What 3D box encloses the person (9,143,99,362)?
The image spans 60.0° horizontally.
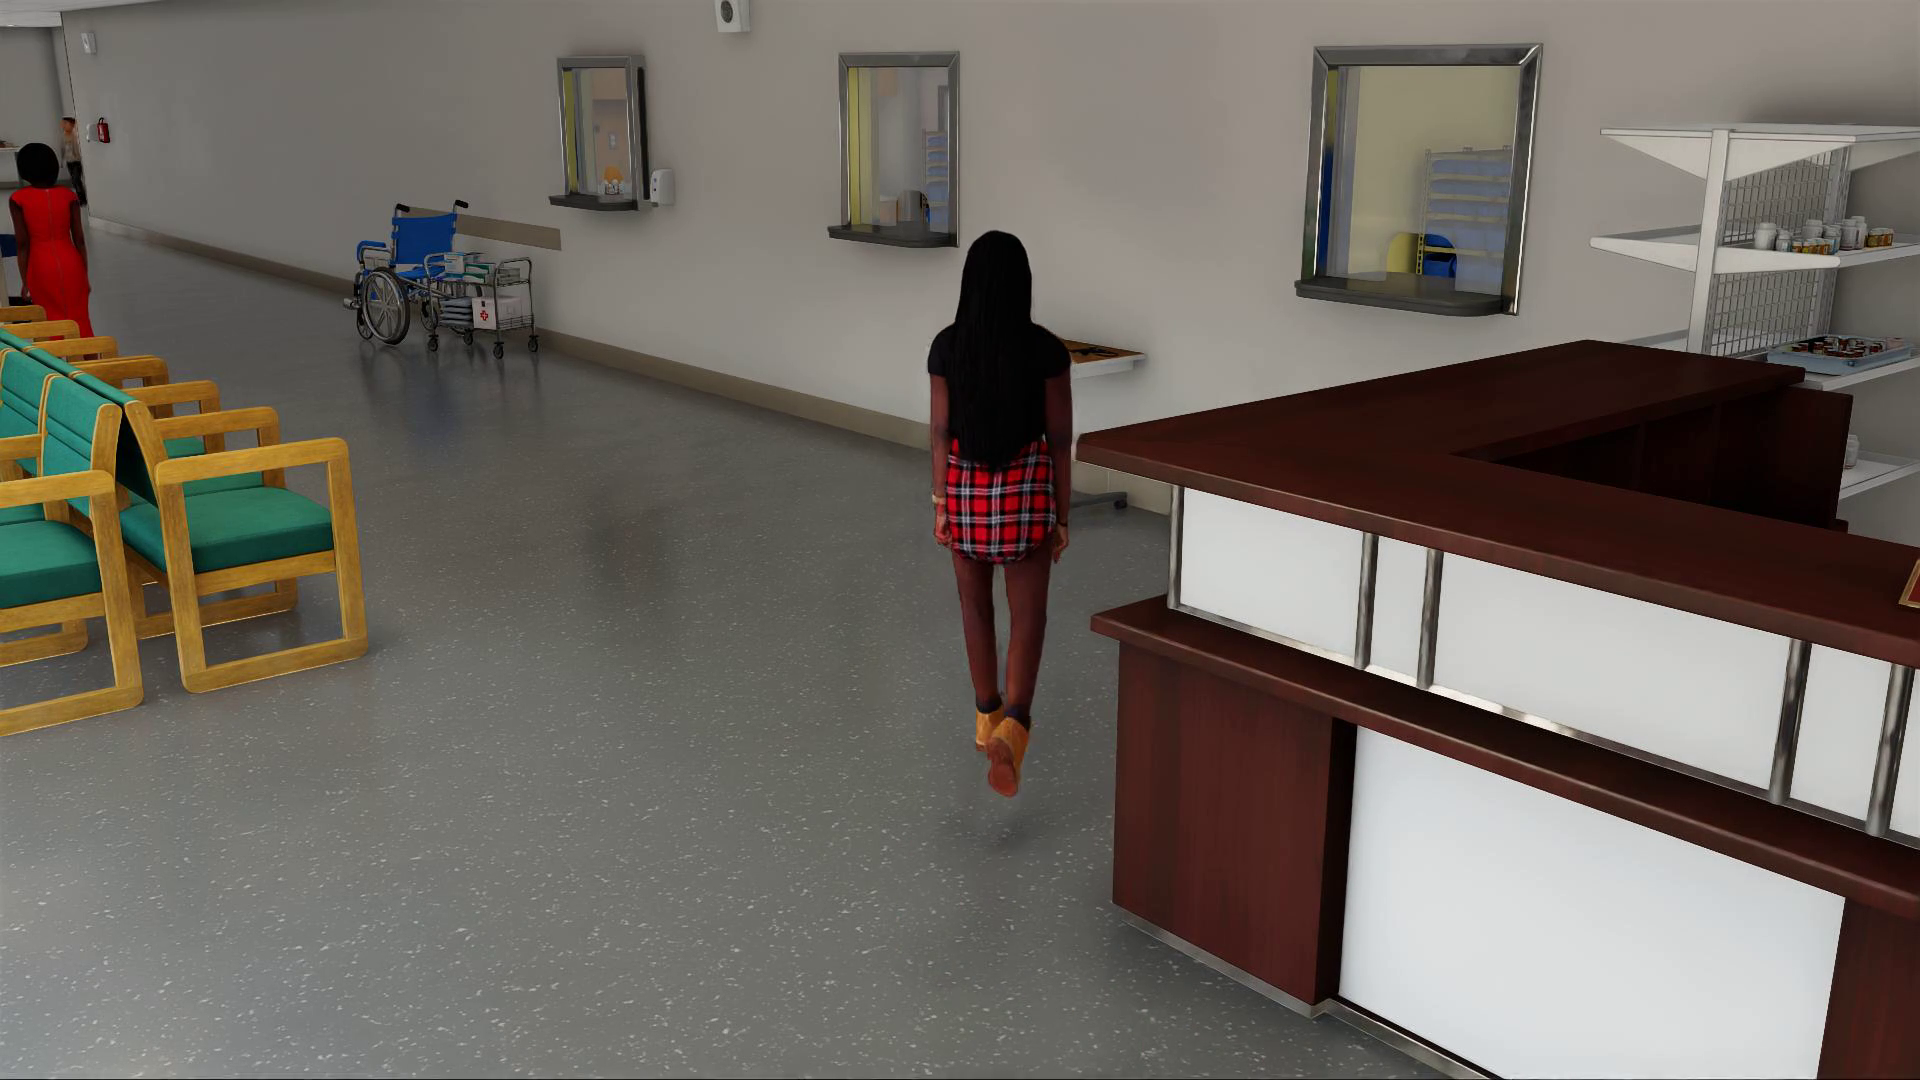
[{"bbox_3d":[-5.868,-1.690,10.807,0.428,1.743,0.623,-13,20,-39],"label":"person"}]

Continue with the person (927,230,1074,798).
[{"bbox_3d":[0.114,-0.055,5.080,1.053,1.704,1.136,2,16,7],"label":"person"}]

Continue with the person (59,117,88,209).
[{"bbox_3d":[-14.472,-6.190,27.303,0.710,1.453,0.756,5,16,17],"label":"person"}]
